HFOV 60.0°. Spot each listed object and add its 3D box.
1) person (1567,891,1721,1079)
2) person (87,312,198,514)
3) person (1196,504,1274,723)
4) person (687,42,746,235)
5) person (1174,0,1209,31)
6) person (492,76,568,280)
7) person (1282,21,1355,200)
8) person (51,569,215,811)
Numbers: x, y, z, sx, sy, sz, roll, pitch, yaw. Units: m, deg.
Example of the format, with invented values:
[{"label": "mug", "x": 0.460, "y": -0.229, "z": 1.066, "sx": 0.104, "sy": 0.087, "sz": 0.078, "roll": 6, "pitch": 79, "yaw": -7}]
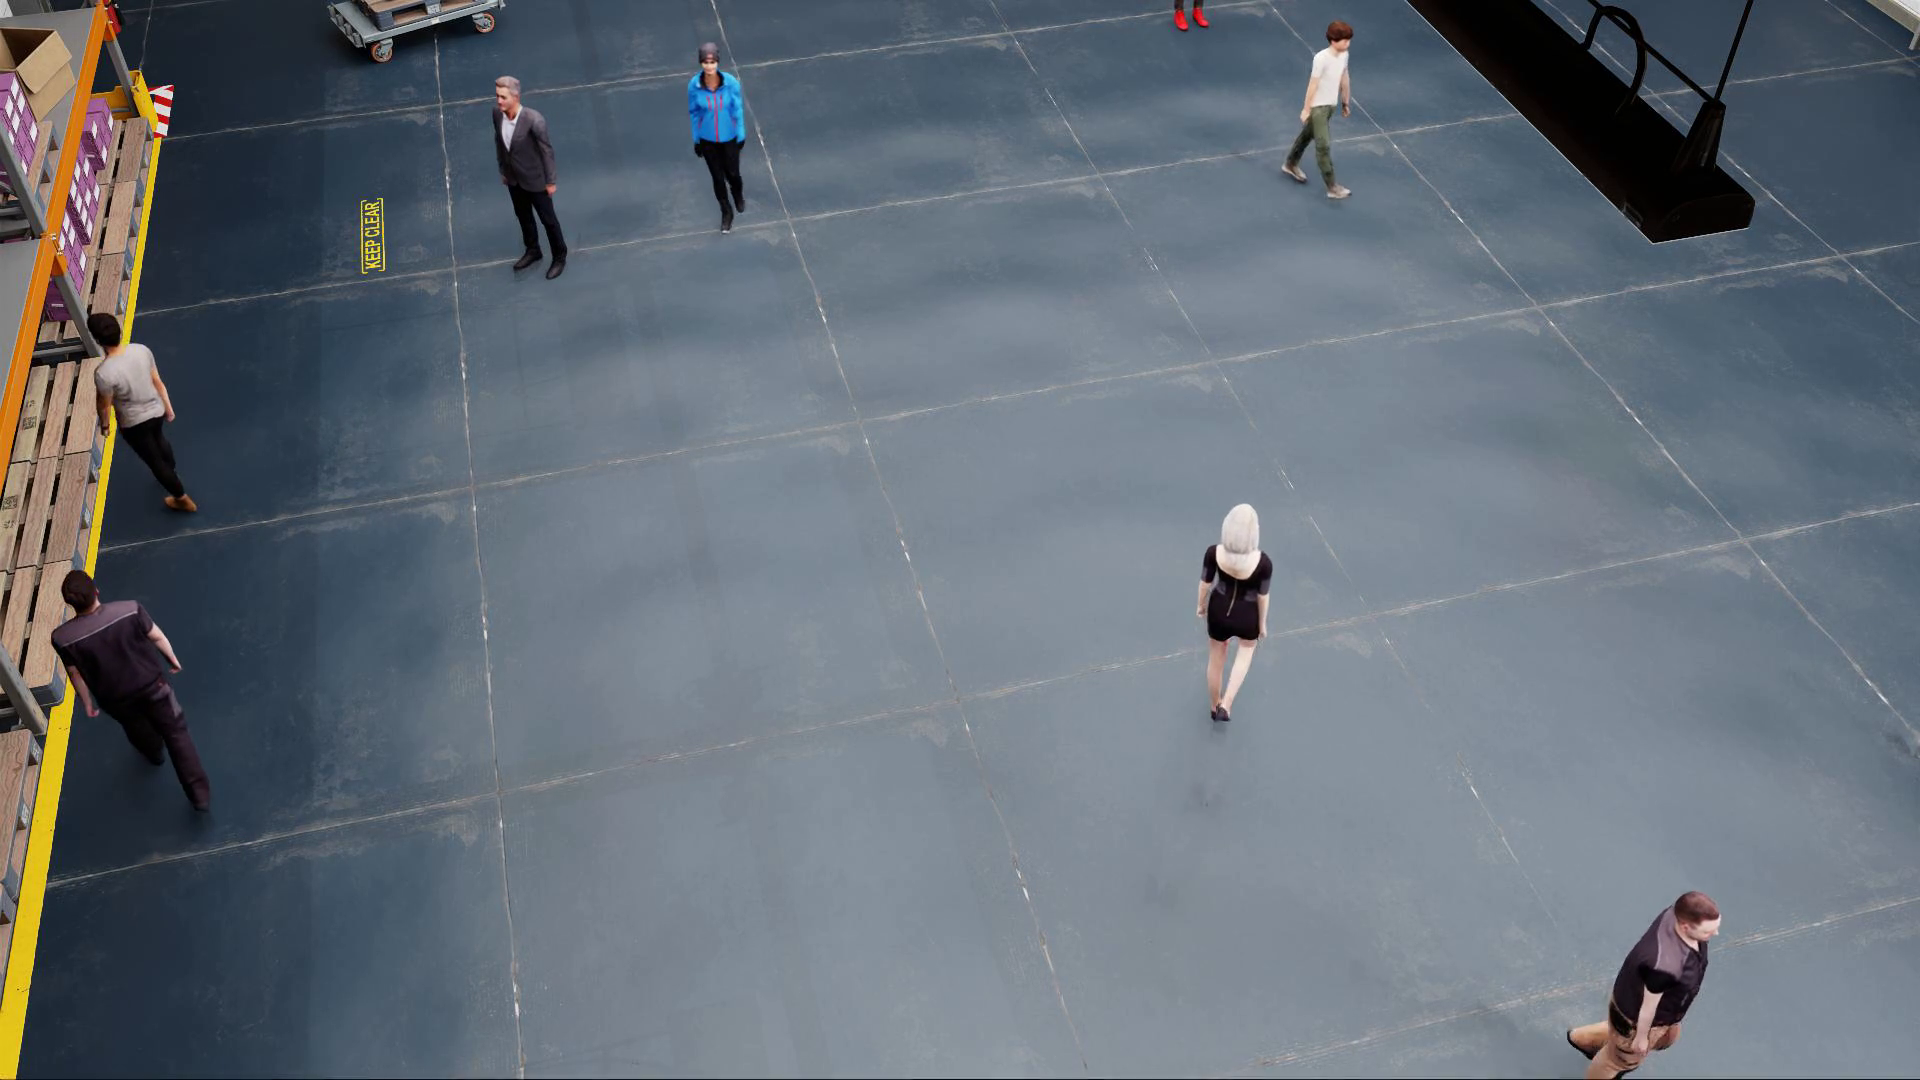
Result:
[{"label": "person", "x": 3.409, "y": 2.287, "z": 8.443, "sx": 0.905, "sy": 1.827, "sz": 0.852, "roll": 27, "pitch": 50, "yaw": 25}, {"label": "person", "x": -5.789, "y": -0.862, "z": 11.835, "sx": 0.913, "sy": 1.707, "sz": 0.862, "roll": 19, "pitch": 47, "yaw": 19}, {"label": "person", "x": 1.668, "y": 0.546, "z": 10.275, "sx": 0.772, "sy": 1.821, "sz": 0.828, "roll": 14, "pitch": 45, "yaw": 14}, {"label": "person", "x": -2.114, "y": -3.566, "z": 14.617, "sx": 0.737, "sy": 1.786, "sz": 0.818, "roll": 3, "pitch": 44, "yaw": 3}, {"label": "person", "x": 2.472, "y": -6.279, "z": 17.449, "sx": 0.644, "sy": 1.807, "sz": 0.538, "roll": -12, "pitch": 45, "yaw": -13}, {"label": "person", "x": -3.663, "y": -3.086, "z": 14.074, "sx": 0.801, "sy": 1.839, "sz": 0.840, "roll": 19, "pitch": 47, "yaw": 19}, {"label": "person", "x": 3.232, "y": -3.972, "z": 15.163, "sx": 0.911, "sy": 1.620, "sz": 1.155, "roll": -31, "pitch": 52, "yaw": -29}, {"label": "person", "x": -4.900, "y": 0.917, "z": 9.892, "sx": 0.940, "sy": 1.812, "sz": 1.250, "roll": -21, "pitch": 47, "yaw": -21}]
